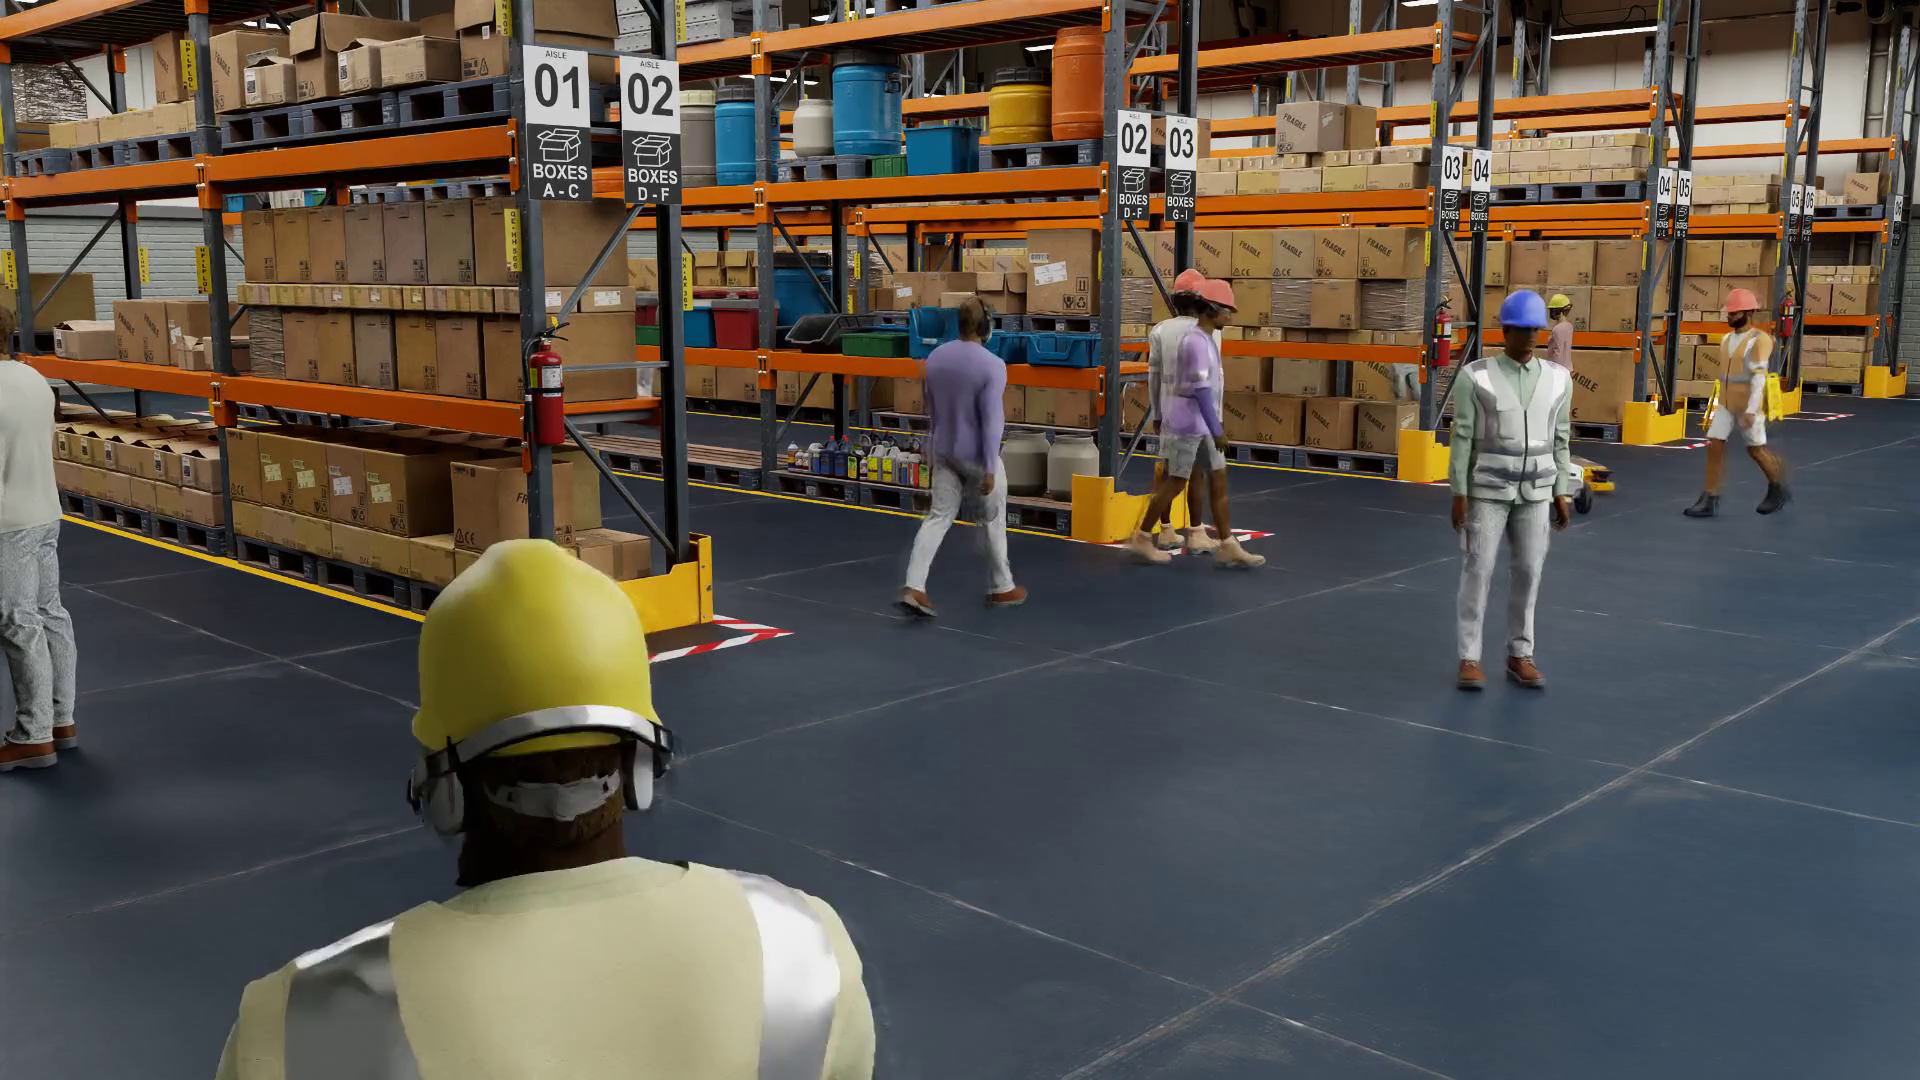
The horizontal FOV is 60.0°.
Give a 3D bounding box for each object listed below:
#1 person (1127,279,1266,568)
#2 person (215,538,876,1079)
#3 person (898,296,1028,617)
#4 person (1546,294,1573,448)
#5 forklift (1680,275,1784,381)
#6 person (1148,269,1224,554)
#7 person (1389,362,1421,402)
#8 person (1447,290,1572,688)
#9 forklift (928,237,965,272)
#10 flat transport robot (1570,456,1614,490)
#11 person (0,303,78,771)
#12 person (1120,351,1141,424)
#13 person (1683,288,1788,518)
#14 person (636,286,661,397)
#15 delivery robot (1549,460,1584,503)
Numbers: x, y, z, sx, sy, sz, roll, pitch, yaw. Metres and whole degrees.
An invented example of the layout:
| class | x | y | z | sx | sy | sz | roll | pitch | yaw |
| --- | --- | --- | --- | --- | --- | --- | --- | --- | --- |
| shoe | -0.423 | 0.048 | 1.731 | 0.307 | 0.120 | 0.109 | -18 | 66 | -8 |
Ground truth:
| class | x | y | z | sx | sy | sz | roll | pitch | yaw |
| --- | --- | --- | --- | --- | --- | --- | --- | --- | --- |
| person | 1.605 | -0.791 | 11.450 | 0.963 | 1.991 | 0.602 | 4 | 10 | 21 |
| person | -0.432 | 0.889 | 1.663 | 0.614 | 1.789 | 0.865 | -6 | 11 | -32 |
| person | 0.009 | -0.492 | 9.861 | 0.640 | 1.903 | 0.991 | 8 | 12 | 39 |
| person | 6.711 | -1.871 | 18.697 | 0.327 | 1.767 | 0.533 | 6 | 11 | 33 |
| forklift | 12.480 | -3.427 | 27.053 | 1.214 | 2.155 | 2.313 | 9 | 13 | 43 |
| person | 1.656 | -0.934 | 12.086 | 0.615 | 2.047 | 0.356 | 8 | 12 | 41 |
| person | 5.318 | -2.028 | 19.822 | 0.525 | 1.704 | 0.510 | -3 | 10 | -18 |
| person | 2.691 | -0.238 | 8.161 | 0.621 | 1.945 | 0.427 | -1 | 9 | -4 |
| forklift | -0.326 | -5.817 | 39.609 | 1.129 | 2.768 | 1.873 | 9 | 13 | 43 |
| flat transport robot | 5.739 | -0.660 | 15.970 | 0.652 | 0.197 | 1.431 | 1 | 9 | 5 |
| person | -3.929 | -0.029 | 6.874 | 0.379 | 1.940 | 0.629 | -1 | 9 | -4 |
| person | 2.256 | -2.358 | 22.083 | 0.280 | 1.634 | 0.498 | 8 | 12 | 39 |
| person | 6.540 | -1.140 | 13.839 | 0.961 | 1.901 | 0.544 | -3 | 10 | -20 |
| person | -4.158 | -2.409 | 21.815 | 0.640 | 1.825 | 0.618 | -7 | 12 | -38 |
| delivery robot | 5.075 | -0.572 | 14.277 | 0.477 | 0.478 | 0.707 | 0 | 9 | 1 |
